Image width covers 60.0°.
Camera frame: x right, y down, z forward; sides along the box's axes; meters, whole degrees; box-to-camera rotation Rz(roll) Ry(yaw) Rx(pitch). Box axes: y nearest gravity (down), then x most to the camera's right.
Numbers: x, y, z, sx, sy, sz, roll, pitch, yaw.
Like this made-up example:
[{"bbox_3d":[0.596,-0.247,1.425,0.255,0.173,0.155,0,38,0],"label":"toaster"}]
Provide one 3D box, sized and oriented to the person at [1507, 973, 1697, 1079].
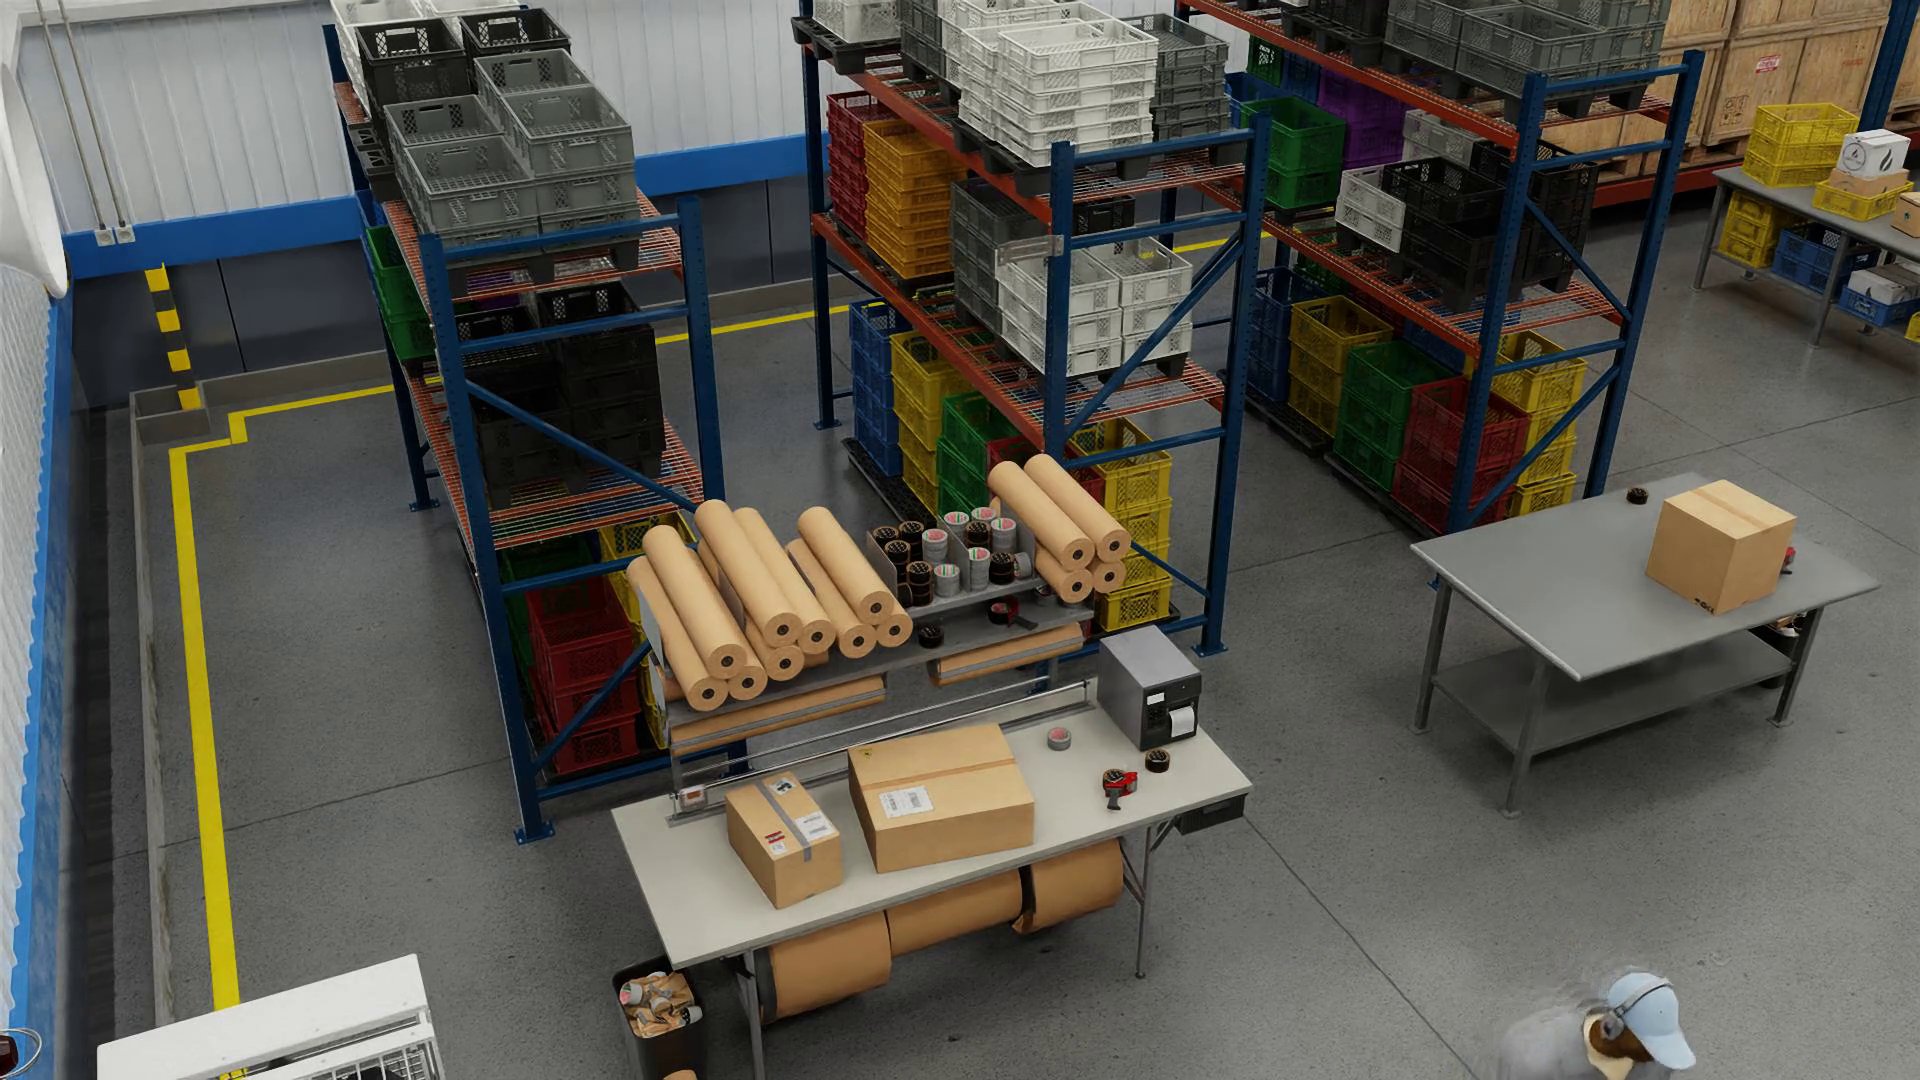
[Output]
[{"bbox_3d":[1.940,1.956,5.364,0.612,1.776,0.882,-3,32,-5],"label":"person"}]
